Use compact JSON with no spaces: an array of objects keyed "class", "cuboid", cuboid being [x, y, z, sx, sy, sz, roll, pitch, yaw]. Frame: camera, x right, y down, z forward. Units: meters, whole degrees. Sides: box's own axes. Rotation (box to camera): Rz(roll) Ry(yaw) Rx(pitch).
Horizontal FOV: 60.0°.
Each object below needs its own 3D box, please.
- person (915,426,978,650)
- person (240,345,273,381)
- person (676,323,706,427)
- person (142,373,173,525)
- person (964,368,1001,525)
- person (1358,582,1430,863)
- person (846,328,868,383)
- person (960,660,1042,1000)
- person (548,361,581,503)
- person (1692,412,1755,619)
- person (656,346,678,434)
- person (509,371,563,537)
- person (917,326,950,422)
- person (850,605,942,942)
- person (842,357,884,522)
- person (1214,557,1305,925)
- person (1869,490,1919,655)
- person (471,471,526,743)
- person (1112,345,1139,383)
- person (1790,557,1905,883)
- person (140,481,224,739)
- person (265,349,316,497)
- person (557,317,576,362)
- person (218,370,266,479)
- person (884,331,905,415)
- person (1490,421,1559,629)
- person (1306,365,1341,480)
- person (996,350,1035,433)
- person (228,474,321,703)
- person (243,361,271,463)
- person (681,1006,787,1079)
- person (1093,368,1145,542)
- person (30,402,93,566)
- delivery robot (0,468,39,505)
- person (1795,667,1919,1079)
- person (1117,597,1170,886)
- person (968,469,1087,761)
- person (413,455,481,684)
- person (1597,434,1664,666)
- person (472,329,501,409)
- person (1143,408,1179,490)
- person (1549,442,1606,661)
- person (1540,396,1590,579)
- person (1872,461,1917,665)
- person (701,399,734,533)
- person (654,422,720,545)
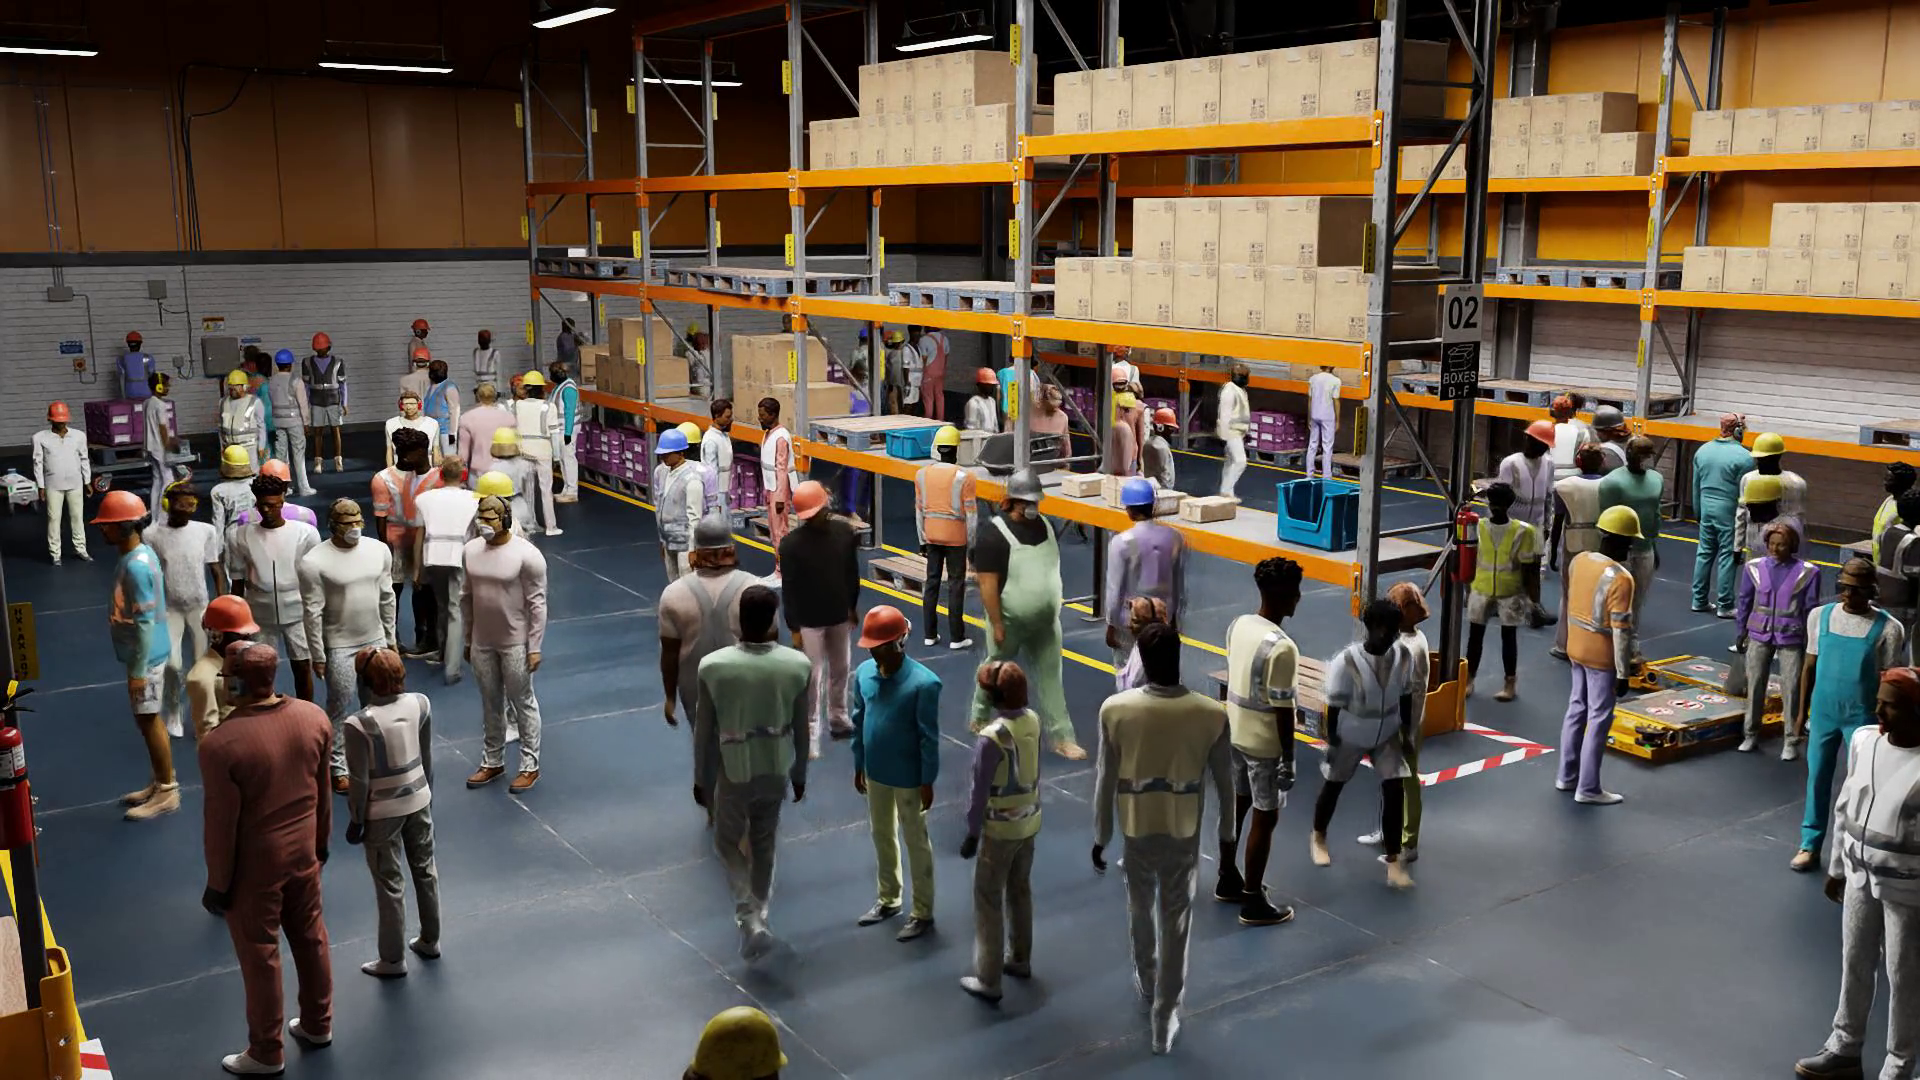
[{"class":"person","cuboid":[-0.108,-0.023,14.291,0.586,1.919,0.402,6,13,28]},{"class":"person","cuboid":[-10.260,-1.931,24.322,0.551,1.823,0.515,9,14,40]},{"class":"person","cuboid":[-4.711,-2.831,28.782,0.670,1.862,0.821,3,11,15]},{"class":"person","cuboid":[-9.483,-1.049,19.702,0.344,1.856,0.633,-10,15,-42]},{"class":"person","cuboid":[0.356,-1.081,19.737,0.901,1.898,0.568,5,12,26]},{"class":"person","cuboid":[2.523,1.040,9.575,0.284,1.633,0.497,-1,11,-6]},{"class":"person","cuboid":[-1.548,-2.429,26.645,0.606,1.905,0.657,8,14,36]},{"class":"person","cuboid":[0.214,1.364,7.924,0.364,1.631,0.528,6,12,27]},{"class":"person","cuboid":[-5.154,-1.413,21.643,0.429,1.831,0.630,-6,12,-27]},{"class":"person","cuboid":[7.082,-0.231,15.377,0.409,1.907,0.651,-5,12,-23]},{"class":"person","cuboid":[-4.969,-2.649,27.949,0.505,1.839,0.339,1,11,4]},{"class":"person","cuboid":[-4.902,-0.988,19.209,0.589,1.924,0.383,1,11,6]},{"class":"person","cuboid":[-0.532,-2.859,28.483,0.537,2.000,0.682,9,14,40]},{"class":"person","cuboid":[-0.354,1.182,8.584,0.576,1.737,0.355,9,14,38]},{"class":"person","cuboid":[-1.203,-1.209,20.040,0.710,2.000,0.541,-10,15,-41]},{"class":"person","cuboid":[1.591,1.043,8.744,0.383,1.957,0.606,-3,12,-17]},{"class":"person","cuboid":[7.001,0.457,12.426,0.332,1.686,0.534,1,11,4]},{"class":"person","cuboid":[-3.223,0.468,11.744,0.360,1.930,0.587,-4,12,-20]},{"class":"person","cuboid":[2.277,-1.862,23.786,0.573,1.883,0.357,-1,11,-4]},{"class":"person","cuboid":[4.946,0.993,9.294,0.340,1.839,0.504,-9,14,-39]},{"class":"person","cuboid":[-5.481,0.508,11.735,0.552,1.851,0.401,-8,14,-35]},{"class":"person","cuboid":[-8.869,-1.539,21.963,0.603,1.949,0.389,2,11,8]},{"class":"person","cuboid":[-6.837,-2.919,29.061,0.373,1.938,0.630,-5,12,-24]},{"class":"person","cuboid":[-8.776,-1.160,20.311,0.588,1.837,0.403,1,11,5]},{"class":"person","cuboid":[-1.051,-2.679,28.286,0.522,1.761,0.321,3,12,17]},{"class":"person","cuboid":[5.104,-0.150,15.071,0.632,1.860,0.980,-1,11,-7]},{"class":"person","cuboid":[4.976,-1.633,22.750,0.503,1.837,0.350,11,15,44]},{"class":"person","cuboid":[0.780,-1.791,23.519,0.571,1.843,0.373,5,12,22]},{"class":"person","cuboid":[-4.685,0.507,11.447,0.612,1.963,0.363,-3,12,-17]},{"class":"person","cuboid":[-9.569,-1.570,22.648,0.570,1.741,0.352,9,14,38]},{"class":"person","cuboid":[-0.581,2.024,4.294,0.491,1.732,0.320,7,13,31]},{"class":"person","cuboid":[1.796,-0.956,18.867,0.609,1.993,0.382,-3,11,-14]},{"class":"person","cuboid":[-9.547,-0.608,17.722,0.334,1.743,0.560,11,15,44]},{"class":"delivery robot","cuboid":[-11.797,-0.648,20.727,0.707,0.478,0.477,10,15,40]},{"class":"person","cuboid":[3.850,1.437,6.905,0.359,1.883,0.573,-3,12,-17]},{"class":"person","cuboid":[1.051,1.110,9.230,0.313,1.632,0.518,-1,11,-5]},{"class":"person","cuboid":[0.428,0.461,11.495,0.688,2.000,0.982,-7,13,-31]},{"class":"person","cuboid":[-4.099,0.222,13.427,0.592,1.777,0.938,0,11,-1]},{"class":"person","cuboid":[5.485,0.091,13.647,0.635,1.937,0.353,-5,12,-22]},{"class":"person","cuboid":[-7.672,-2.486,27.015,0.604,1.866,0.443,6,12,27]},{"class":"person","cuboid":[2.061,-0.481,17.074,0.337,1.743,0.560,-2,11,-9]},{"class":"person","cuboid":[5.210,0.107,13.846,0.561,1.836,0.392,1,11,7]},{"class":"person","cuboid":[6.094,-0.529,16.963,0.575,1.884,0.355,2,11,10]},{"class":"person","cuboid":[7.708,0.190,13.764,0.318,1.697,0.533,2,11,10]},{"class":"person","cuboid":[-2.413,-0.454,16.534,0.391,1.905,0.599,0,11,2]},{"class":"person","cuboid":[-2.353,-0.061,14.456,0.584,1.928,0.367,3,11,13]}]
